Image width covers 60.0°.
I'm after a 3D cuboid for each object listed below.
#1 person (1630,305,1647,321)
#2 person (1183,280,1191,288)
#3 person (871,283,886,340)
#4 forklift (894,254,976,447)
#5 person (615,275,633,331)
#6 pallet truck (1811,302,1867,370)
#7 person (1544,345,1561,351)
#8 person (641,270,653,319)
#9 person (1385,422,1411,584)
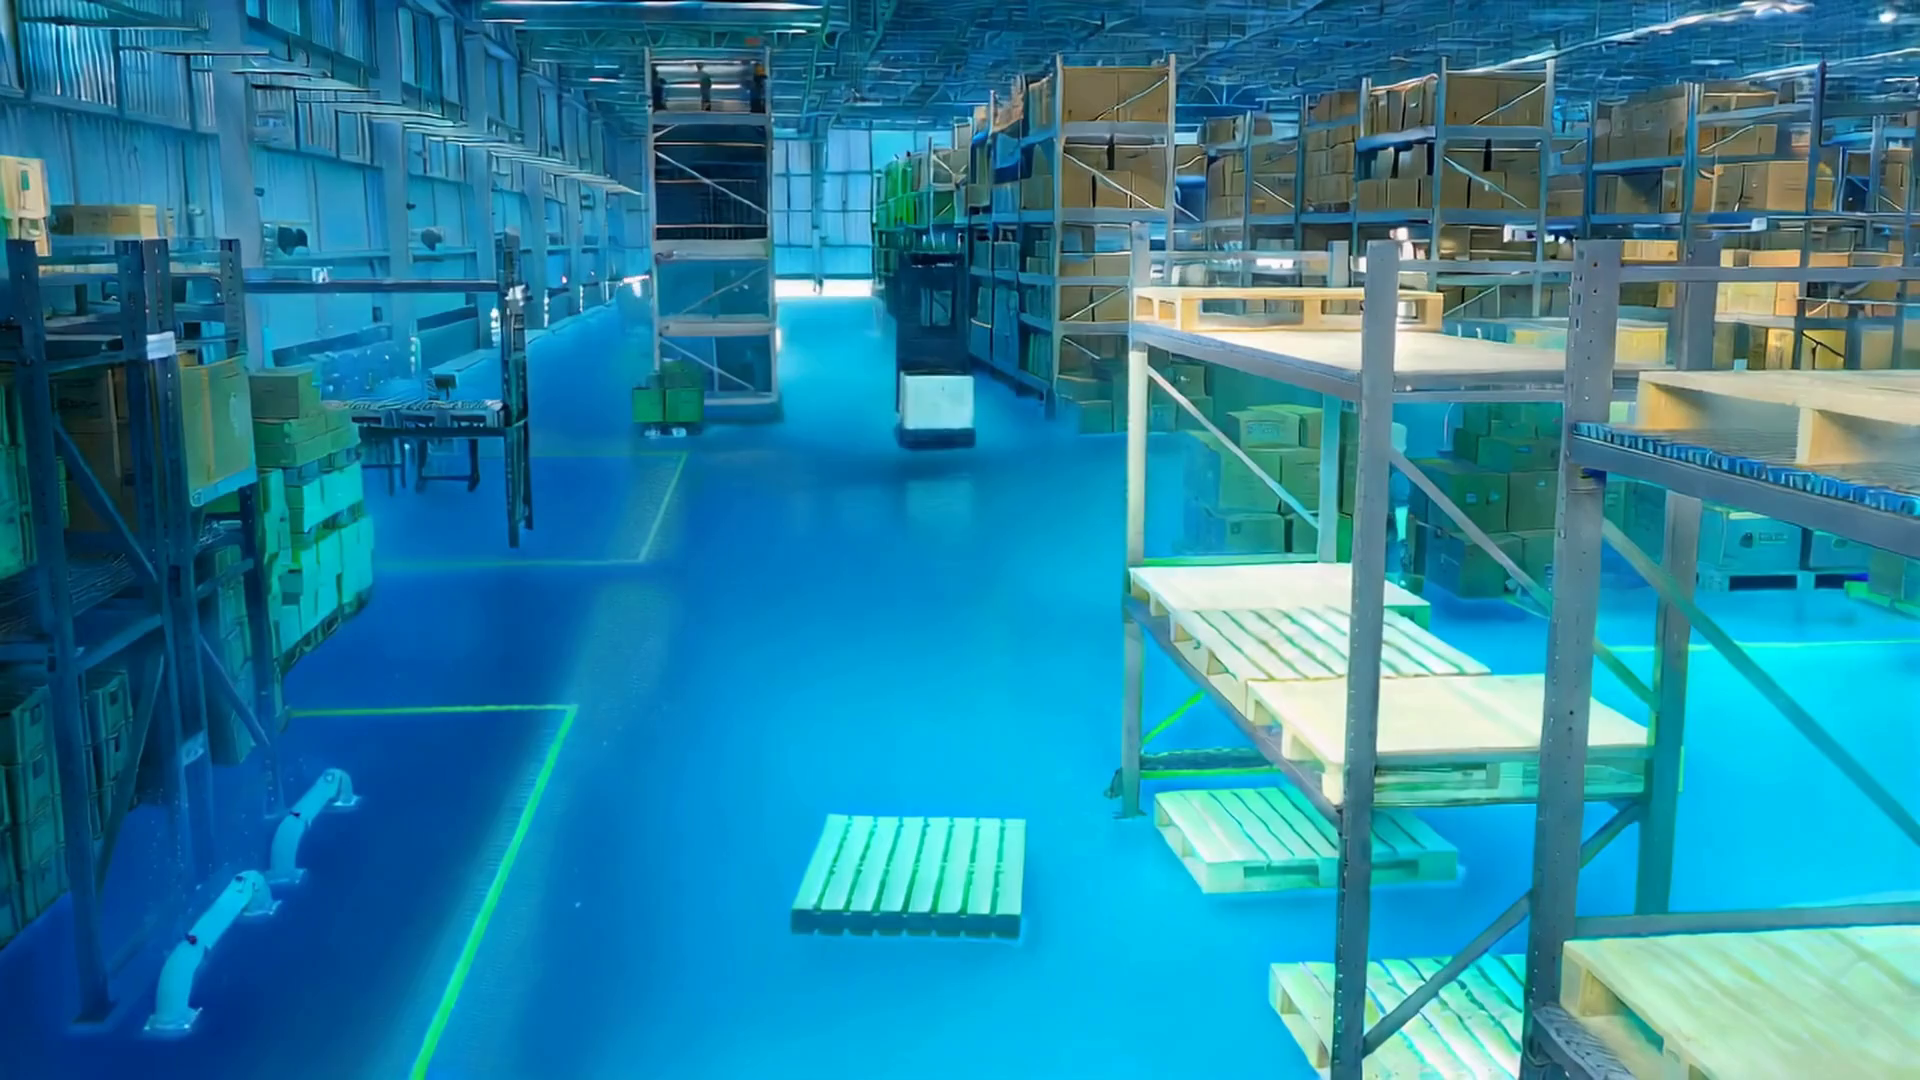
[{"bbox_3d":[12.529,-3.435,30.885,0.429,1.837,0.629,-1,10,-7],"label":"person"},{"bbox_3d":[6.773,-6.876,49.957,0.448,1.827,0.653,-1,10,-8],"label":"person"},{"bbox_3d":[-2.473,-6.982,50.829,0.491,1.732,0.366,-3,11,-18],"label":"person"},{"bbox_3d":[-0.381,-2.860,24.779,1.129,2.768,1.873,-1,10,-6],"label":"forklift"},{"bbox_3d":[-11.262,-7.944,55.719,0.645,1.877,0.829,-5,11,-27],"label":"person"},{"bbox_3d":[15.846,-3.142,28.793,1.885,1.965,0.823,2,10,12],"label":"pallet truck"},{"bbox_3d":[6.301,-1.133,17.867,0.412,1.919,0.575,-5,11,-25],"label":"person"},{"bbox_3d":[-12.084,-9.524,64.449,0.402,1.896,0.652,8,13,39],"label":"person"},{"bbox_3d":[3.174,-0.035,12.421,0.320,1.692,0.531,-3,11,-17],"label":"person"}]
